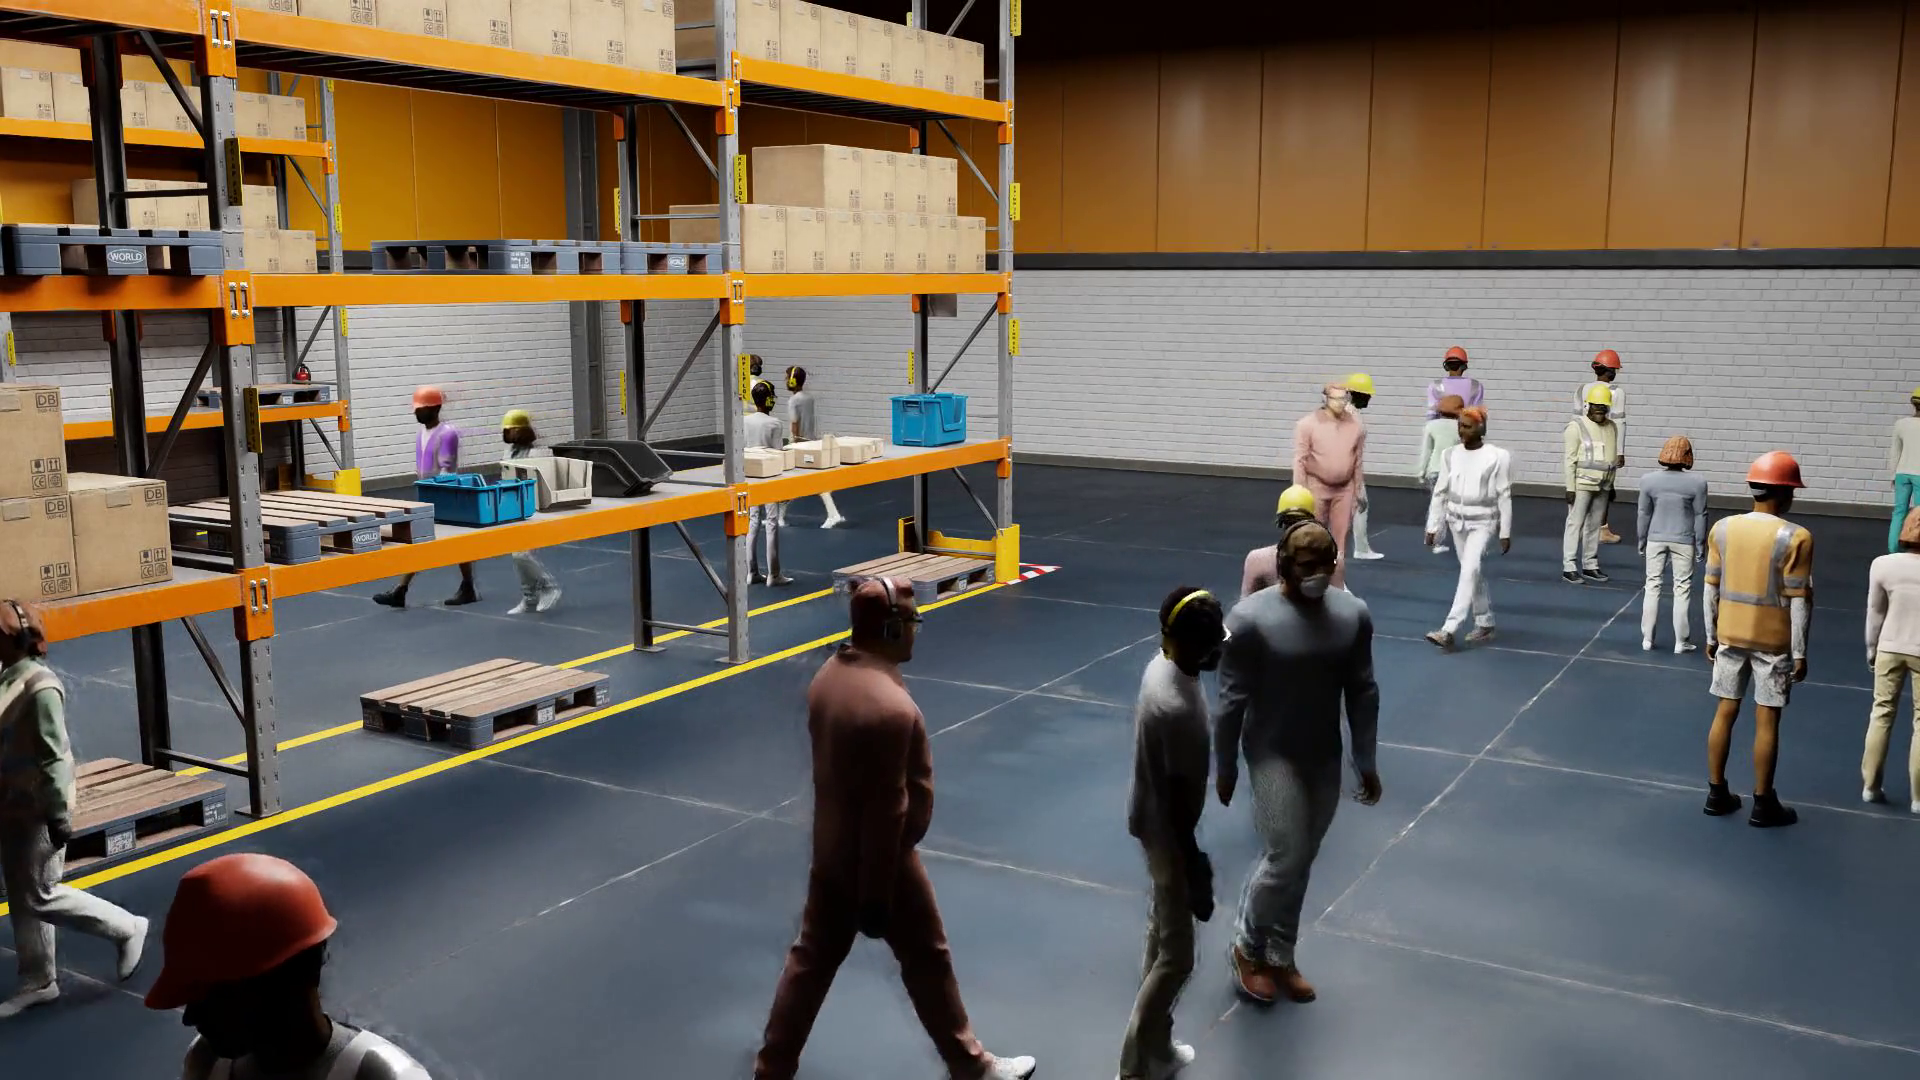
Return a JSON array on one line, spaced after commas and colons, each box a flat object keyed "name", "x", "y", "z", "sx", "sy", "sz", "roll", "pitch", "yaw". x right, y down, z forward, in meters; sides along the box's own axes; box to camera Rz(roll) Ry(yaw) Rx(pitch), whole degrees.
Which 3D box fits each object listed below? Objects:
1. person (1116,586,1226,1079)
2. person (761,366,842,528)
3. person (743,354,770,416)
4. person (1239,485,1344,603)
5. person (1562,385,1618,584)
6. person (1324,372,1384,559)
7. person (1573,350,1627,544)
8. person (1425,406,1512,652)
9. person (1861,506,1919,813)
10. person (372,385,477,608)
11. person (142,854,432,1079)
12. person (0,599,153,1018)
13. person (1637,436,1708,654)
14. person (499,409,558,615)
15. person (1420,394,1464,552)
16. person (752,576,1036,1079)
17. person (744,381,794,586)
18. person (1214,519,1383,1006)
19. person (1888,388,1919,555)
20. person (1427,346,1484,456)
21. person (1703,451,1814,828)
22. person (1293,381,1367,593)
[{"name": "person", "x": 0.718, "y": 1.033, "z": 5.656, "sx": 0.349, "sy": 1.833, "sz": 0.653, "roll": 0, "pitch": 9, "yaw": 2}, {"name": "person", "x": -1.746, "y": -1.029, "z": 18.549, "sx": 0.977, "sy": 1.824, "sz": 0.519, "roll": 5, "pitch": 11, "yaw": 30}, {"name": "person", "x": -2.575, "y": -1.387, "z": 20.696, "sx": 0.633, "sy": 1.841, "sz": 0.429, "roll": 9, "pitch": 13, "yaw": 44}, {"name": "person", "x": 1.761, "y": 0.561, "z": 8.904, "sx": 0.545, "sy": 1.711, "sz": 0.898, "roll": 1, "pitch": 9, "yaw": 6}, {"name": "person", "x": 5.810, "y": -0.514, "z": 15.289, "sx": 0.591, "sy": 1.829, "sz": 0.404, "roll": -4, "pitch": 10, "yaw": -24}, {"name": "person", "x": 3.750, "y": -0.718, "z": 16.394, "sx": 0.899, "sy": 1.885, "sz": 0.594, "roll": -1, "pitch": 9, "yaw": -7}, {"name": "person", "x": 6.768, "y": -0.985, "z": 17.559, "sx": 0.381, "sy": 2.041, "sz": 0.616, "roll": -6, "pitch": 11, "yaw": -31}, {"name": "person", "x": 3.797, "y": -0.084, "z": 12.584, "sx": 0.985, "sy": 1.829, "sz": 0.598, "roll": -8, "pitch": 12, "yaw": -39}, {"name": "person", "x": 5.061, "y": 0.625, "z": 8.821, "sx": 0.284, "sy": 1.628, "sz": 0.494, "roll": -7, "pitch": 12, "yaw": -39}, {"name": "person", "x": -4.508, "y": -0.340, "z": 13.993, "sx": 0.553, "sy": 1.894, "sz": 0.970, "roll": 7, "pitch": 11, "yaw": 36}, {"name": "person", "x": -1.072, "y": 1.428, "z": 2.969, "sx": 0.556, "sy": 1.907, "sz": 0.830, "roll": 4, "pitch": 10, "yaw": 25}, {"name": "person", "x": -3.495, "y": 1.009, "z": 6.398, "sx": 0.514, "sy": 1.630, "sz": 0.493, "roll": 8, "pitch": 12, "yaw": 41}, {"name": "person", "x": 5.336, "y": 0.033, "z": 12.479, "sx": 0.498, "sy": 1.634, "sz": 0.280, "roll": 7, "pitch": 11, "yaw": 37}, {"name": "person", "x": -3.637, "y": -0.218, "z": 13.773, "sx": 0.368, "sy": 1.733, "sz": 0.491, "roll": -9, "pitch": 12, "yaw": -43}, {"name": "person", "x": 4.977, "y": -0.678, "z": 16.991, "sx": 0.509, "sy": 1.612, "sz": 0.475, "roll": 8, "pitch": 12, "yaw": 40}, {"name": "person", "x": -0.272, "y": 1.033, "z": 5.564, "sx": 1.011, "sy": 1.850, "sz": 0.662, "roll": -4, "pitch": 10, "yaw": -26}, {"name": "person", "x": -1.777, "y": -0.512, "z": 15.148, "sx": 0.532, "sy": 1.870, "sz": 0.316, "roll": 5, "pitch": 10, "yaw": 30}, {"name": "person", "x": 1.310, "y": 0.866, "z": 6.414, "sx": 0.624, "sy": 1.916, "sz": 0.493, "roll": -4, "pitch": 10, "yaw": -24}, {"name": "person", "x": 9.289, "y": -0.616, "z": 16.126, "sx": 0.325, "sy": 1.767, "sz": 0.533, "roll": -4, "pitch": 10, "yaw": -24}, {"name": "person", "x": 5.462, "y": -1.120, "z": 18.425, "sx": 0.605, "sy": 2.038, "sz": 0.394, "roll": 1, "pitch": 9, "yaw": 7}, {"name": "person", "x": 4.129, "y": 0.505, "z": 8.598, "sx": 0.373, "sy": 1.933, "sz": 0.549, "roll": -6, "pitch": 11, "yaw": -35}, {"name": "person", "x": 3.286, "y": -0.454, "z": 14.781, "sx": 0.667, "sy": 1.933, "sz": 0.479, "roll": -2, "pitch": 9, "yaw": -10}]
